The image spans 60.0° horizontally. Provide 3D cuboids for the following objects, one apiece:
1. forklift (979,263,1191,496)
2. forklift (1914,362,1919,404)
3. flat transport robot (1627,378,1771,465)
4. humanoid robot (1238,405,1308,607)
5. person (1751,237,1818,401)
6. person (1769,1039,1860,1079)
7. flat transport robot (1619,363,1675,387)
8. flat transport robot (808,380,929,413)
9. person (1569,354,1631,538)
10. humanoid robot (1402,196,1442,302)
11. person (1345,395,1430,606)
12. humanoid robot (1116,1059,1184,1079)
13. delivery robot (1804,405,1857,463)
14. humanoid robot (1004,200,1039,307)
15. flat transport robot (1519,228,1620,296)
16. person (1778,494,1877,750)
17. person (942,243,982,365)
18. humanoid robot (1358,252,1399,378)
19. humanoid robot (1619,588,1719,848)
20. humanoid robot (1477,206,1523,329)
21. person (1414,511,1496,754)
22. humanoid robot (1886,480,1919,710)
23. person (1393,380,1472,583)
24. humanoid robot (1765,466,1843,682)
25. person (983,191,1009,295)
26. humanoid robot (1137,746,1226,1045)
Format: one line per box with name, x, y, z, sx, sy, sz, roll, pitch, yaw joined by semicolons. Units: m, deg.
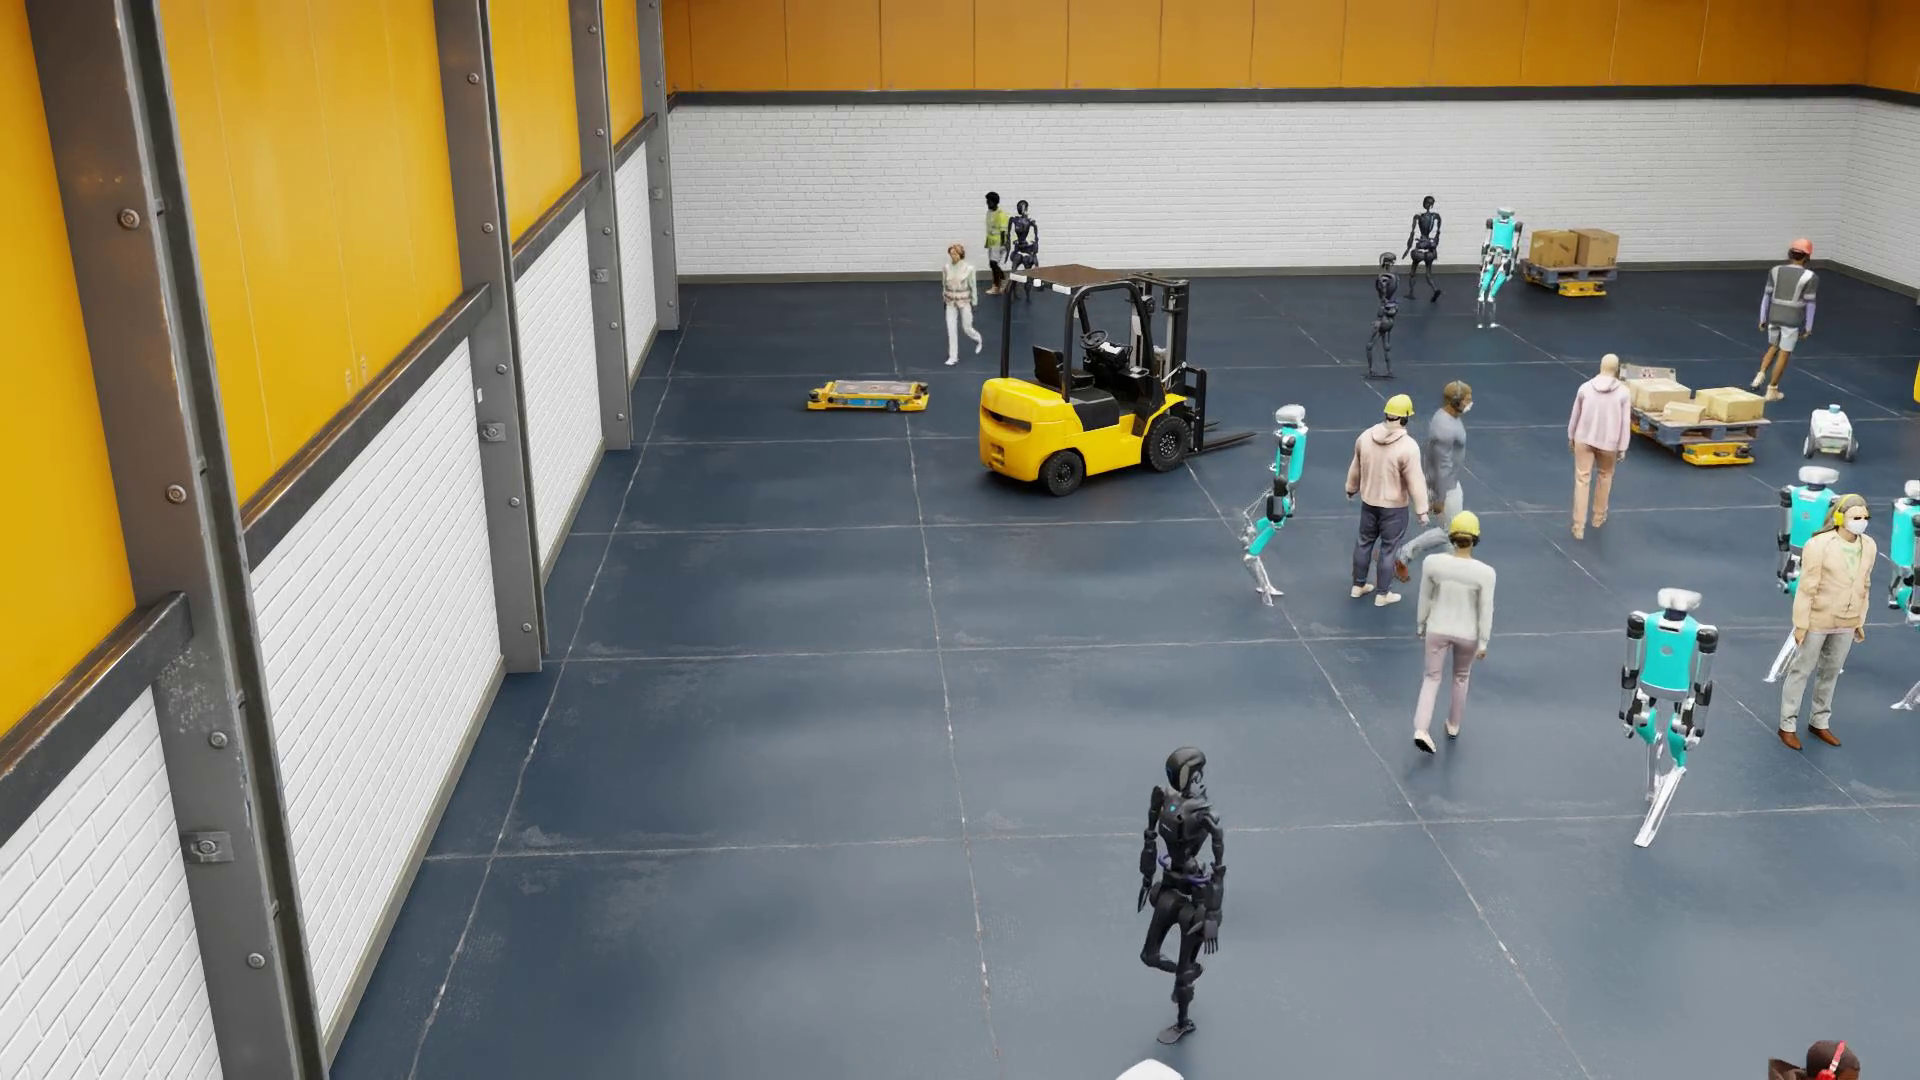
forklift;1.315;-1.764;17.646;2.313;2.155;1.214;-14;24;-33
forklift;12.602;-2.435;19.475;2.313;2.155;1.214;-1;20;-4
flat transport robot;8.239;-1.135;18.719;0.659;0.231;1.431;-2;20;-6
humanoid robot;2.610;-0.307;14.321;0.669;1.792;0.543;9;22;23
person;10.172;-2.702;20.443;0.440;2.022;0.612;-11;23;-28
person;3.162;2.638;6.474;0.554;1.616;0.311;-8;22;-20
flat transport robot;8.638;-1.945;20.926;0.659;0.231;1.431;8;22;20
flat transport robot;-1.116;-1.767;20.443;1.431;0.231;0.659;1;20;3
person;6.146;-0.941;16.027;0.547;1.748;0.798;8;22;20
humanoid robot;7.282;-4.551;26.019;0.600;1.639;0.671;-7;21;-19
person;3.633;-0.335;14.245;0.434;1.854;0.818;-18;27;-39
humanoid robot;0.512;2.698;6.289;0.741;1.883;0.544;18;27;40
delivery robot;9.664;-1.184;18.462;0.499;0.610;0.808;7;21;19
humanoid robot;0.971;-4.422;25.637;0.603;1.646;0.327;12;23;29
flat transport robot;9.847;-4.188;27.037;0.659;0.231;1.431;-3;20;-9
person;6.132;0.563;11.765;0.554;1.876;0.409;-3;20;-9
person;0.030;-3.193;22.367;0.532;1.616;0.659;11;23;27
humanoid robot;5.466;-2.903;21.497;0.463;1.644;0.591;8;21;20
humanoid robot;4.562;1.062;10.663;0.542;1.812;0.901;14;24;33
humanoid robot;7.759;-3.924;24.166;0.541;1.767;0.689;14;24;34
person;3.447;0.668;11.676;0.526;1.730;0.742;8;22;21
humanoid robot;7.247;0.426;12.330;0.817;1.761;0.543;3;20;8
person;4.197;-0.472;14.522;0.691;1.913;0.645;6;21;15
humanoid robot;6.679;0.262;12.860;0.858;1.789;0.568;-12;23;-29
person;0.560;-4.680;26.333;0.381;1.669;0.610;-10;22;-24
humanoid robot;1.193;1.827;8.612;0.421;1.648;0.595;-15;25;-35
